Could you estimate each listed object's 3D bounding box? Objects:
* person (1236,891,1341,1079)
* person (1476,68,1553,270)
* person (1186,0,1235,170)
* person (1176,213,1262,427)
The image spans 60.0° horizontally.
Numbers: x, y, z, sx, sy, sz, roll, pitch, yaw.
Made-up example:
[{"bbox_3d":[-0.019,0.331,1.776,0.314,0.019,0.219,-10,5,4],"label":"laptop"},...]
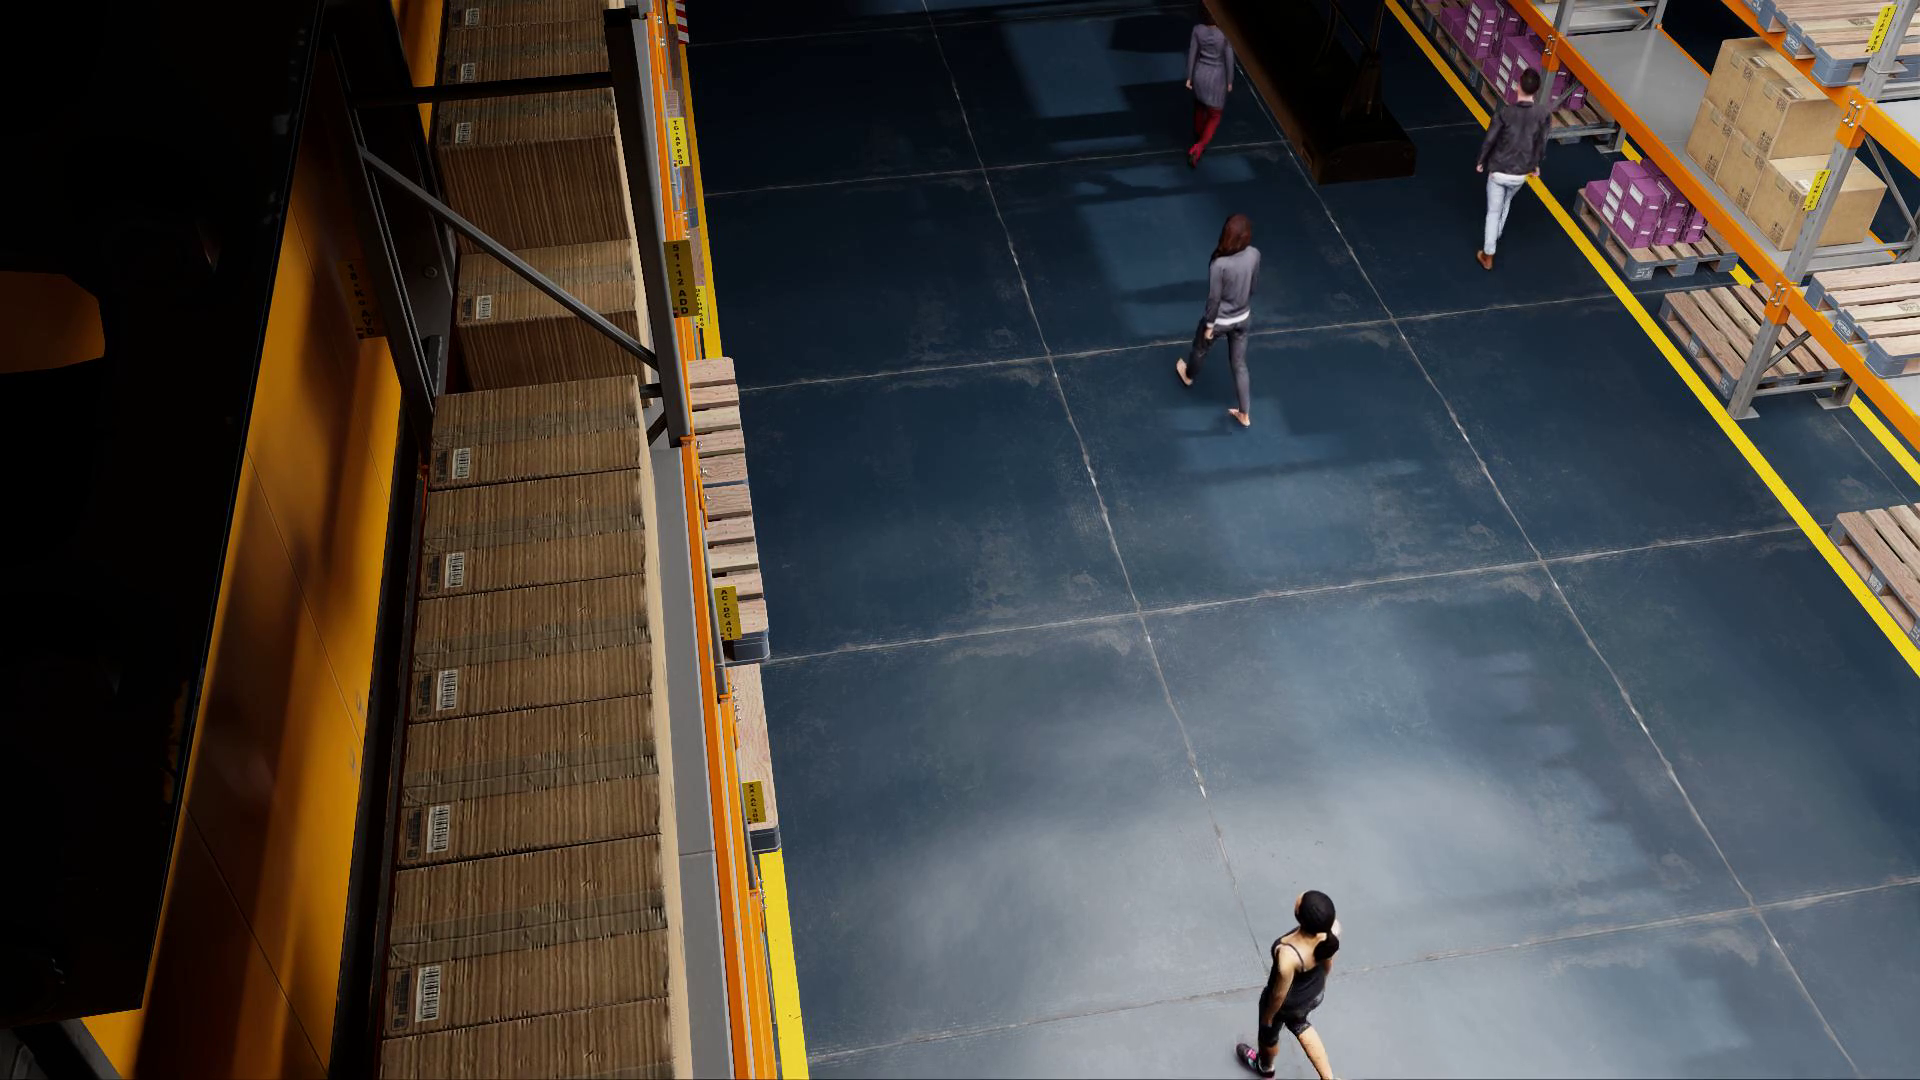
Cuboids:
[{"bbox_3d":[1.762,2.386,8.470,0.826,1.711,0.995,-29,51,-27],"label":"person"},{"bbox_3d":[4.691,-3.096,14.144,0.706,1.822,0.709,-3,44,-3],"label":"person"},{"bbox_3d":[2.292,-4.205,15.403,0.900,1.692,1.030,17,46,17],"label":"person"},{"bbox_3d":[2.096,-1.641,12.693,0.818,1.717,1.191,-17,46,-17],"label":"person"}]
